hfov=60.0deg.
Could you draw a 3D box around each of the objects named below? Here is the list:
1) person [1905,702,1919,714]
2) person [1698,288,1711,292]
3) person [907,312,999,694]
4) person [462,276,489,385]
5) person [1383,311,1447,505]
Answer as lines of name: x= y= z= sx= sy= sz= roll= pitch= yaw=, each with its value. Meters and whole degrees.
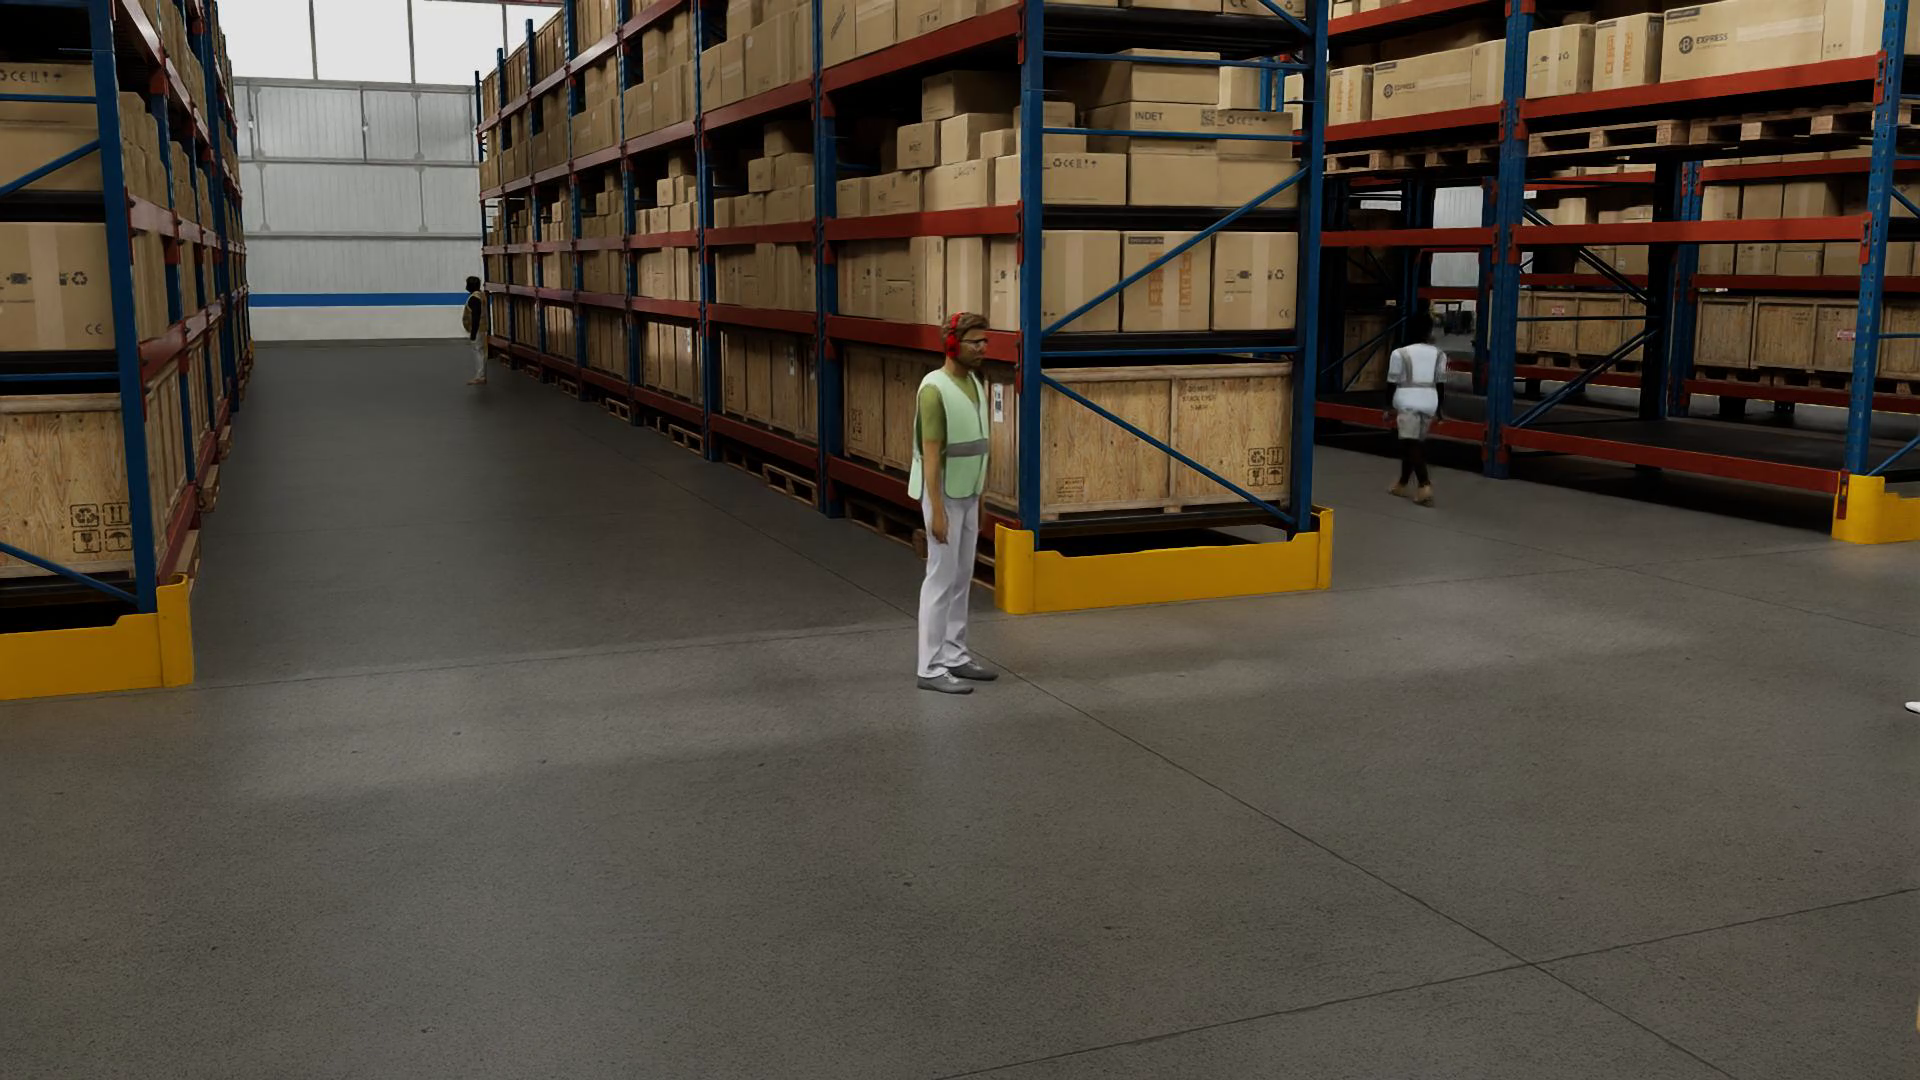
person: x=4.634 y=-0.128 z=7.575 sx=0.642 sy=1.900 sz=0.400 roll=-9 pitch=13 yaw=-43
person: x=20.890 y=-6.589 z=46.564 sx=0.613 sy=1.785 sz=0.890 roll=-7 pitch=11 yaw=-34
person: x=-0.040 y=-0.183 z=8.092 sx=0.397 sy=1.840 sz=0.564 roll=4 pitch=10 yaw=23
person: x=-8.228 y=-3.555 z=28.263 sx=0.429 sy=1.845 sz=0.621 roll=-1 pitch=10 yaw=-6
person: x=3.941 y=-1.140 z=14.360 sx=0.537 sy=1.660 sz=0.845 roll=-3 pitch=10 yaw=-17
